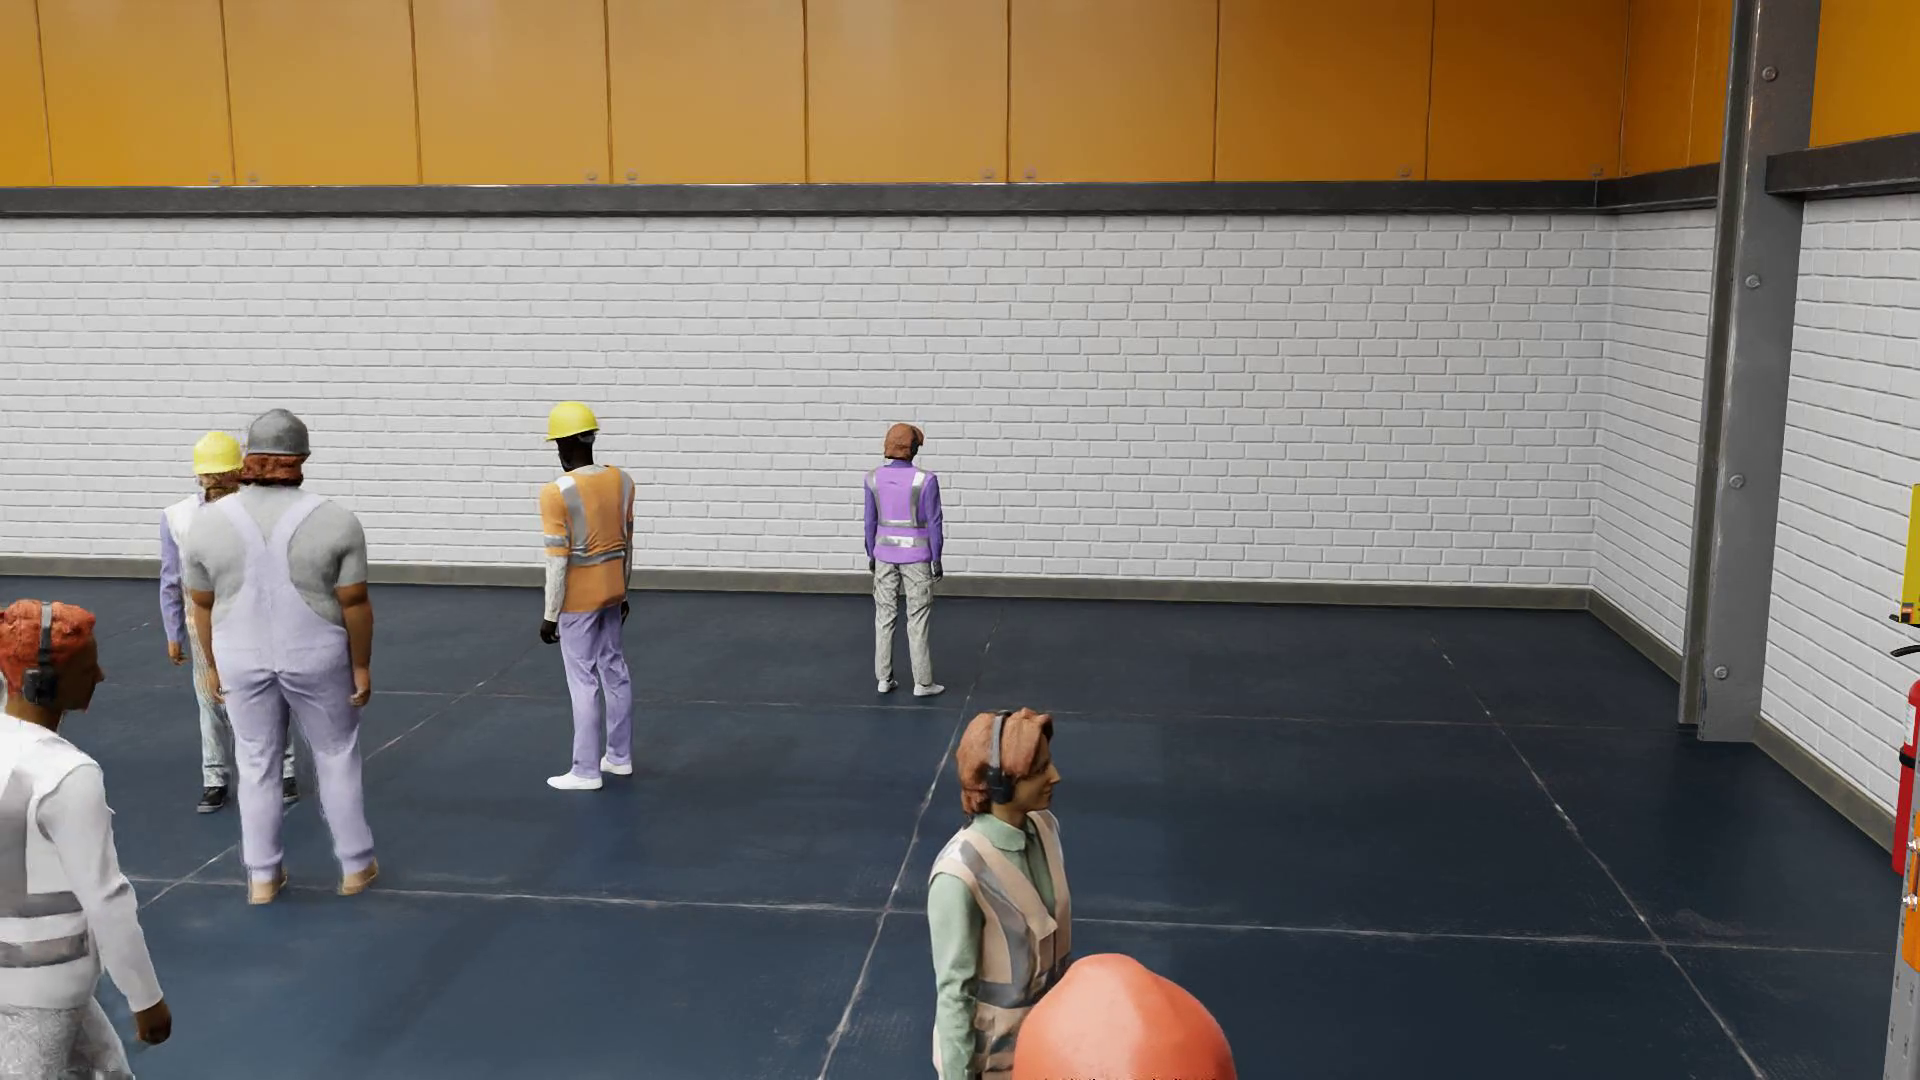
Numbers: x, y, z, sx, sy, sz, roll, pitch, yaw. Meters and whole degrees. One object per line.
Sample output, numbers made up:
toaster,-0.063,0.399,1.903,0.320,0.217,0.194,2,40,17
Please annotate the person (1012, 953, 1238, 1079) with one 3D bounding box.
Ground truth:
person,0.174,1.384,1.807,0.542,1.928,0.380,-4,11,-24

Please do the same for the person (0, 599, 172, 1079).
person,-2.238,1.047,4.046,0.587,1.828,1.013,7,12,36

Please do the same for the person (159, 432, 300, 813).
person,-3.428,0.390,7.836,0.610,1.820,0.414,-4,11,-21

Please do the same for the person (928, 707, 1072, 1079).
person,0.093,1.180,3.789,0.309,1.644,0.523,5,11,26

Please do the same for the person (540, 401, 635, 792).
person,-1.838,0.277,8.165,0.371,1.923,0.586,6,11,29

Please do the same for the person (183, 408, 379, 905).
person,-2.719,0.462,6.768,0.702,2.000,0.537,-2,10,-10

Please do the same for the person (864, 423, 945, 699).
person,-0.332,0.123,9.855,0.513,1.640,0.309,5,11,25
